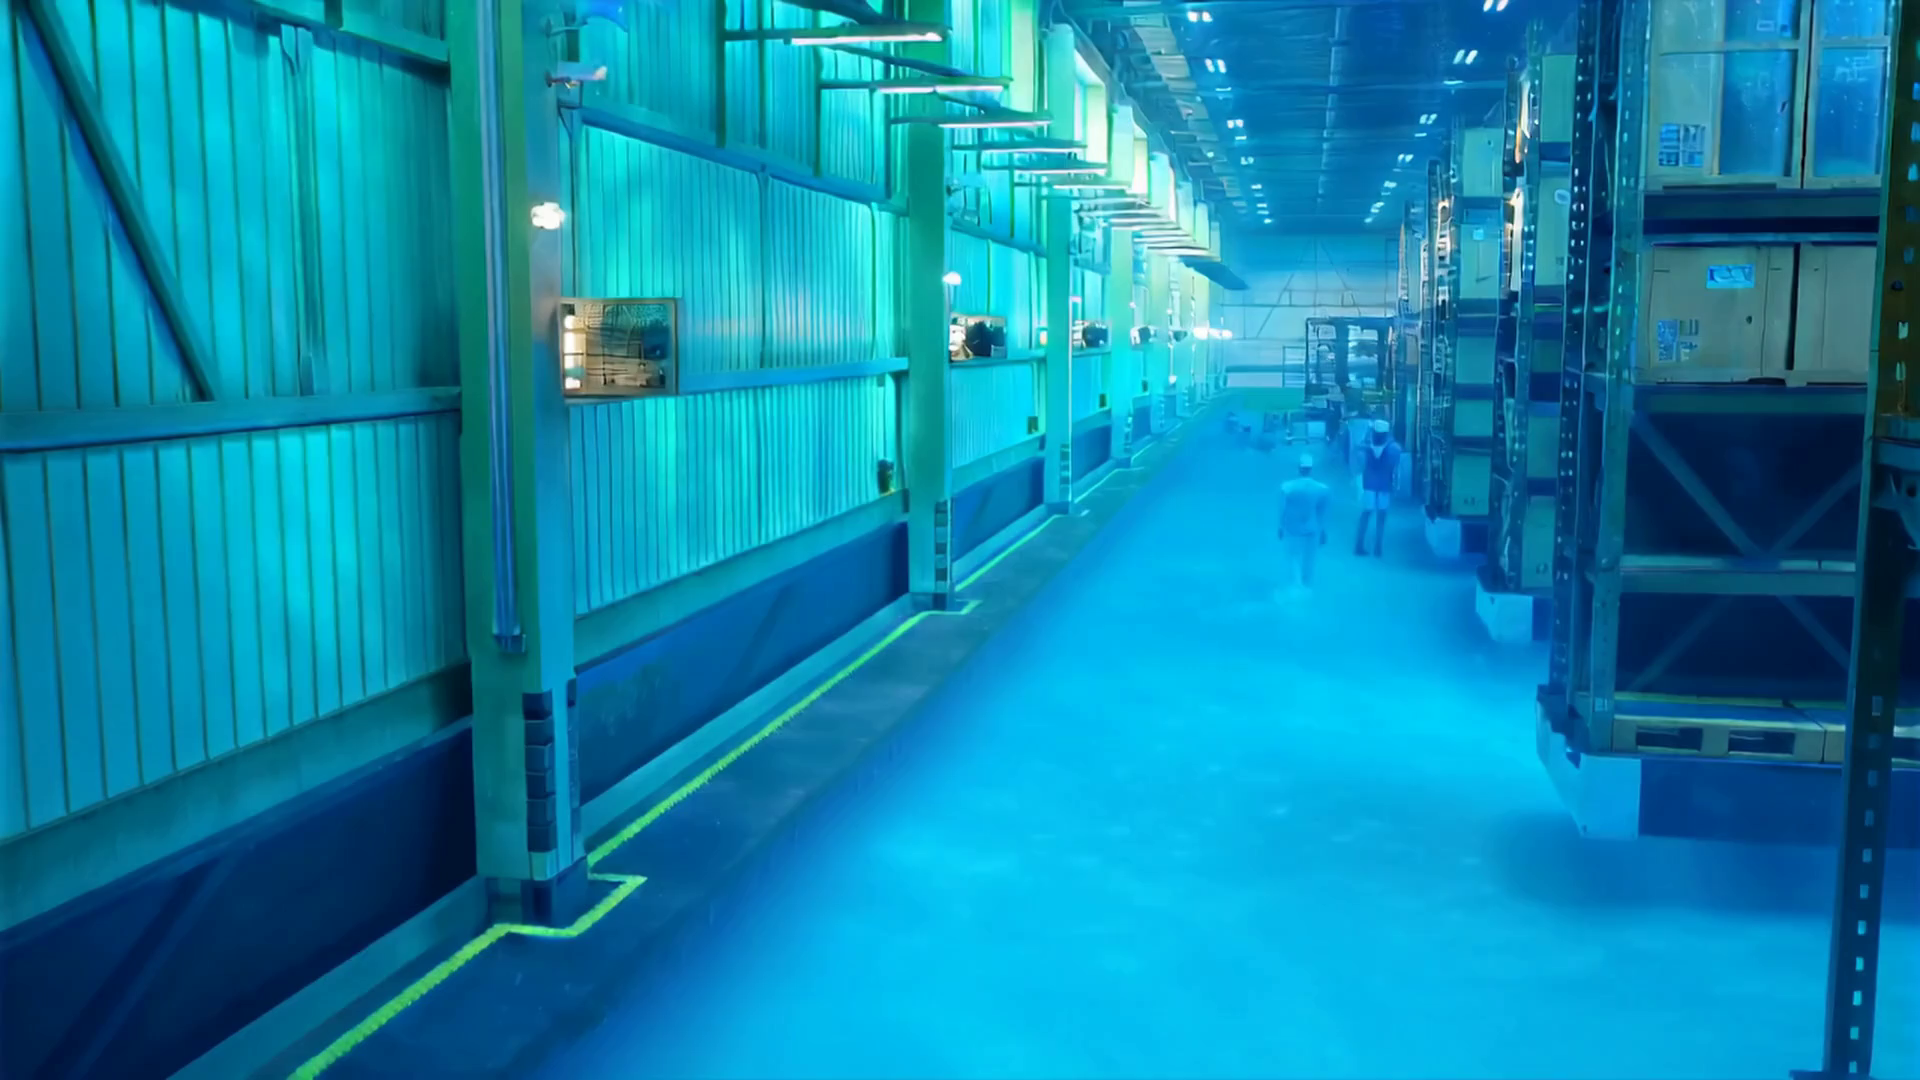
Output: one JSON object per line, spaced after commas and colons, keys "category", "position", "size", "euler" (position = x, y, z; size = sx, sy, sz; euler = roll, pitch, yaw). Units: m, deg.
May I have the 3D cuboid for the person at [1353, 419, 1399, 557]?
{"category": "person", "position": [5.757, -0.708, 22.929], "size": [0.586, 1.904, 0.500], "euler": [0, 7, -1]}

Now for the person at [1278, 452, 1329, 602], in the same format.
{"category": "person", "position": [3.960, -0.152, 19.183], "size": [0.566, 1.730, 0.756], "euler": [0, 7, 4]}

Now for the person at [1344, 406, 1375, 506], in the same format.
{"category": "person", "position": [7.236, -1.514, 29.877], "size": [0.645, 1.794, 0.969], "euler": [3, 8, 20]}

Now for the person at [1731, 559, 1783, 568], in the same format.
{"category": "person", "position": [6.699, 0.405, 14.185], "size": [0.954, 1.866, 0.643], "euler": [7, 10, 44]}
